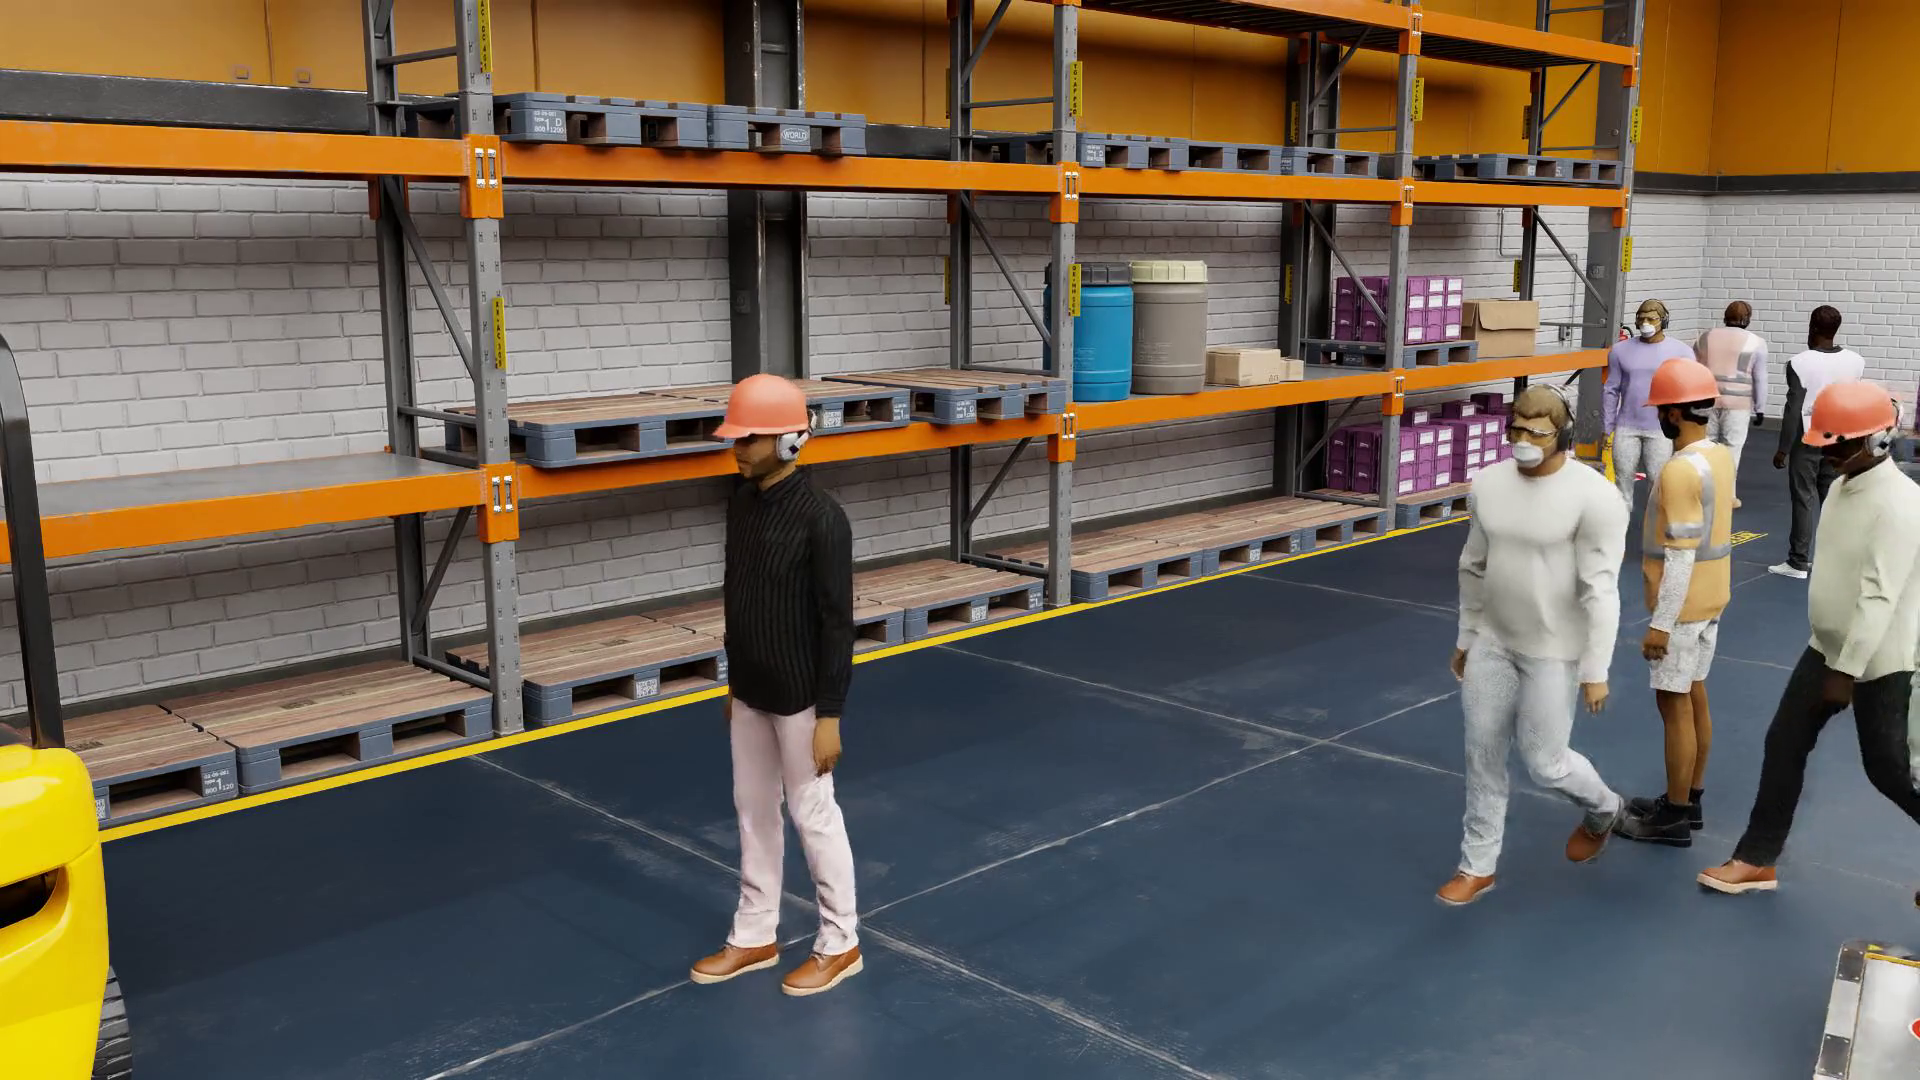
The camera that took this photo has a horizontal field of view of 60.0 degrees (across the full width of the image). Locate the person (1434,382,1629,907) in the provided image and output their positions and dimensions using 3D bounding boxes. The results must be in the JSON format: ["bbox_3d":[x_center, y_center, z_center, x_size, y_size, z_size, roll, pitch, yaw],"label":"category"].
[{"bbox_3d":[2.113,0.378,5.960,0.710,1.918,0.654,-6,12,-32],"label":"person"}]

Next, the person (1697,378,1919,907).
[{"bbox_3d":[3.241,0.388,5.848,0.957,1.939,0.615,0,10,1],"label":"person"}]

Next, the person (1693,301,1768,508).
[{"bbox_3d":[6.775,-1.187,14.692,0.643,1.836,0.429,10,14,43],"label":"person"}]

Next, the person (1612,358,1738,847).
[{"bbox_3d":[2.829,0.249,6.585,0.376,1.932,0.543,8,13,38],"label":"person"}]

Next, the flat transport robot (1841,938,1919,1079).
[{"bbox_3d":[2.693,1.464,4.490,0.652,0.197,1.431,6,12,31],"label":"flat transport robot"}]

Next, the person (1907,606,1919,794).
[{"bbox_3d":[3.204,0.676,5.141,0.502,1.605,0.745,6,12,30],"label":"person"}]

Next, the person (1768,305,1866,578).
[{"bbox_3d":[6.025,-0.681,11.693,0.588,1.920,0.392,-2,11,-13],"label":"person"}]

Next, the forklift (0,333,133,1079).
[{"bbox_3d":[-3.289,0.485,4.582,1.214,2.155,2.313,-10,14,-44],"label":"forklift"}]

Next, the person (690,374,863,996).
[{"bbox_3d":[-0.570,0.473,5.258,0.539,1.987,0.637,-9,14,-40],"label":"person"}]

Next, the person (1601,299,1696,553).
[{"bbox_3d":[5.084,-0.814,12.362,0.636,1.939,0.363,7,13,34],"label":"person"}]
